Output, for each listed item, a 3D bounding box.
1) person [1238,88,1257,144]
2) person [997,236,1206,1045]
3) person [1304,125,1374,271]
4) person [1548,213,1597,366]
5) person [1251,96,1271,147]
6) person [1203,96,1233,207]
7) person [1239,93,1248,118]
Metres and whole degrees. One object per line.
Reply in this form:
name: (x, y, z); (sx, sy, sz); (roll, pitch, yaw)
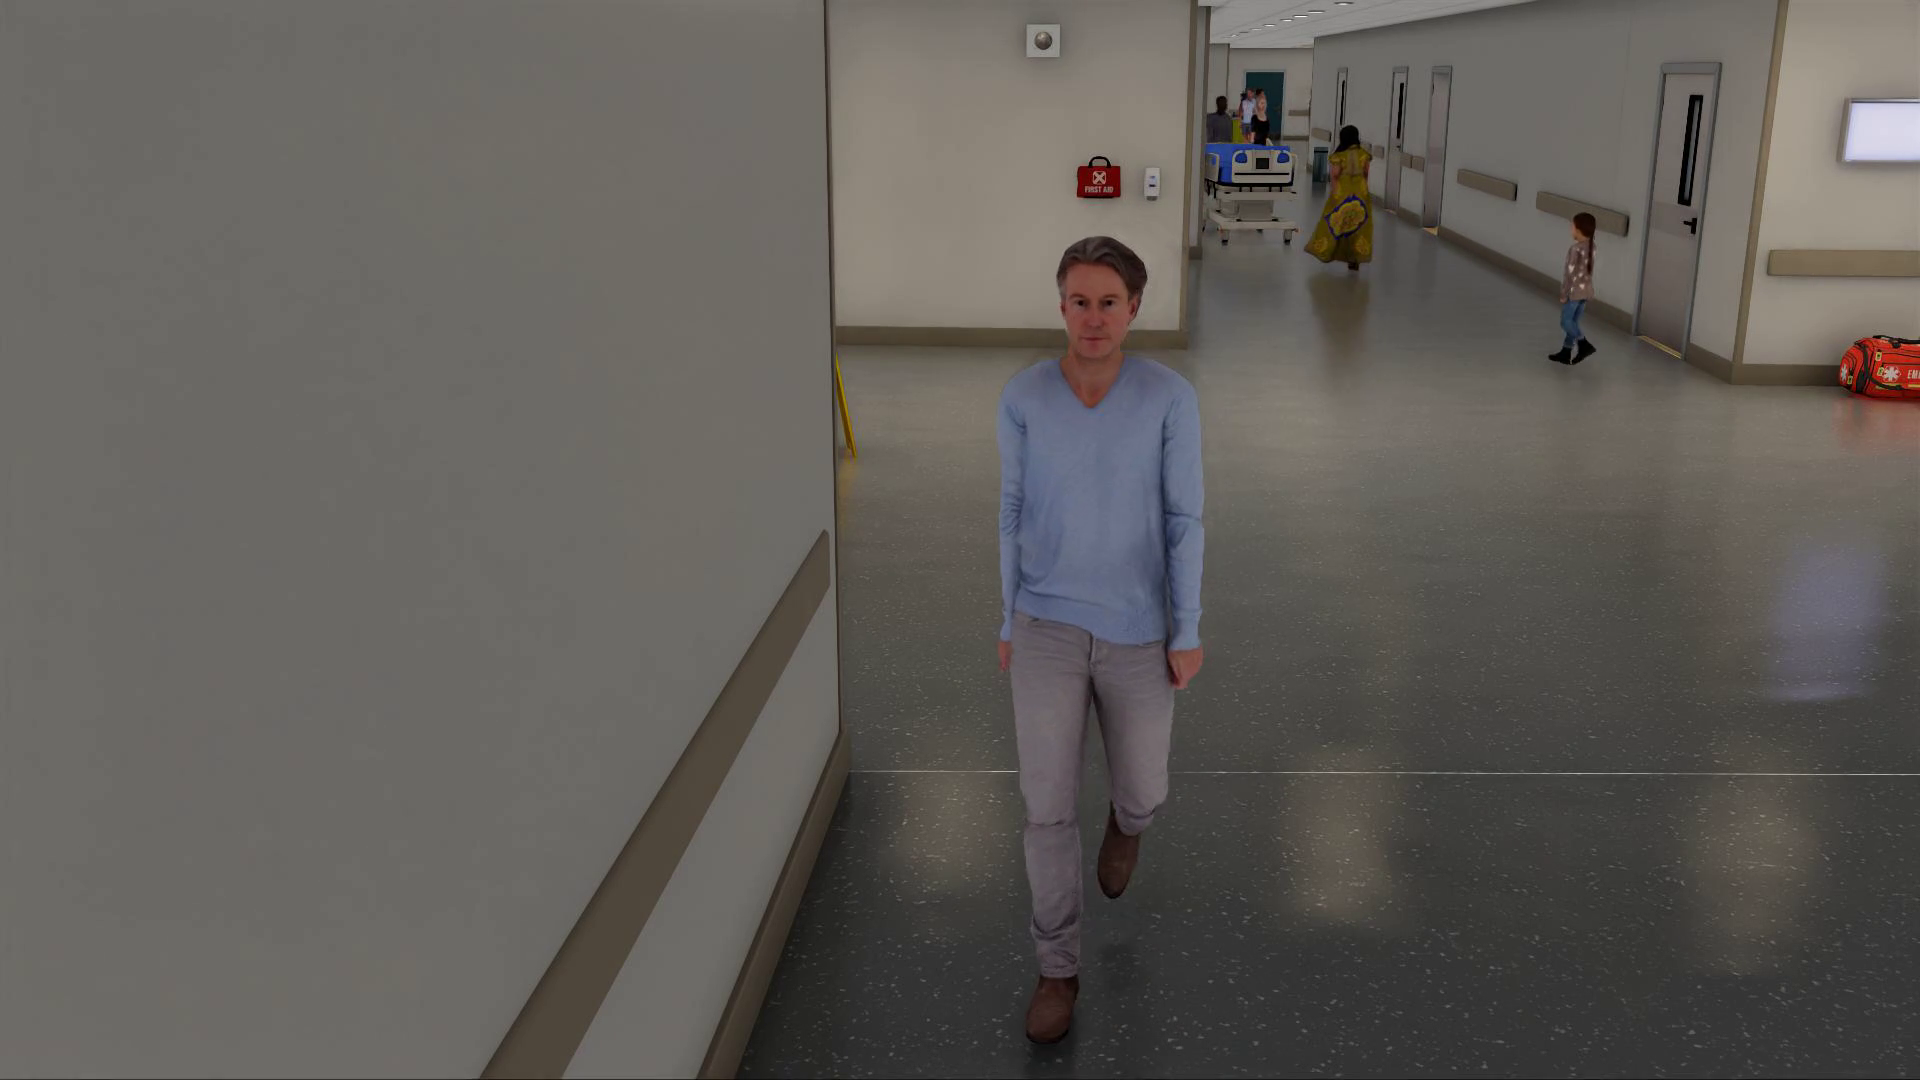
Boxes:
person: (7.675, -10.996, 43.908); (0.856, 1.817, 0.899); (10, 19, 32)
person: (0.339, 0.211, 4.066); (1.085, 1.866, 0.775); (3, 16, 10)
person: (4.505, -3.900, 19.107); (1.188, 1.617, 1.017); (-2, 16, -7)
person: (4.829, -1.939, 12.942); (0.731, 1.188, 0.771); (-10, 19, -33)
person: (5.128, -6.758, 28.901); (1.040, 1.803, 1.082); (-12, 20, -36)
person: (4.343, -6.594, 28.297); (1.110, 1.815, 1.093); (-9, 18, -29)
person: (9.349, -13.936, 54.806); (0.729, 1.555, 0.669); (12, 20, 36)
